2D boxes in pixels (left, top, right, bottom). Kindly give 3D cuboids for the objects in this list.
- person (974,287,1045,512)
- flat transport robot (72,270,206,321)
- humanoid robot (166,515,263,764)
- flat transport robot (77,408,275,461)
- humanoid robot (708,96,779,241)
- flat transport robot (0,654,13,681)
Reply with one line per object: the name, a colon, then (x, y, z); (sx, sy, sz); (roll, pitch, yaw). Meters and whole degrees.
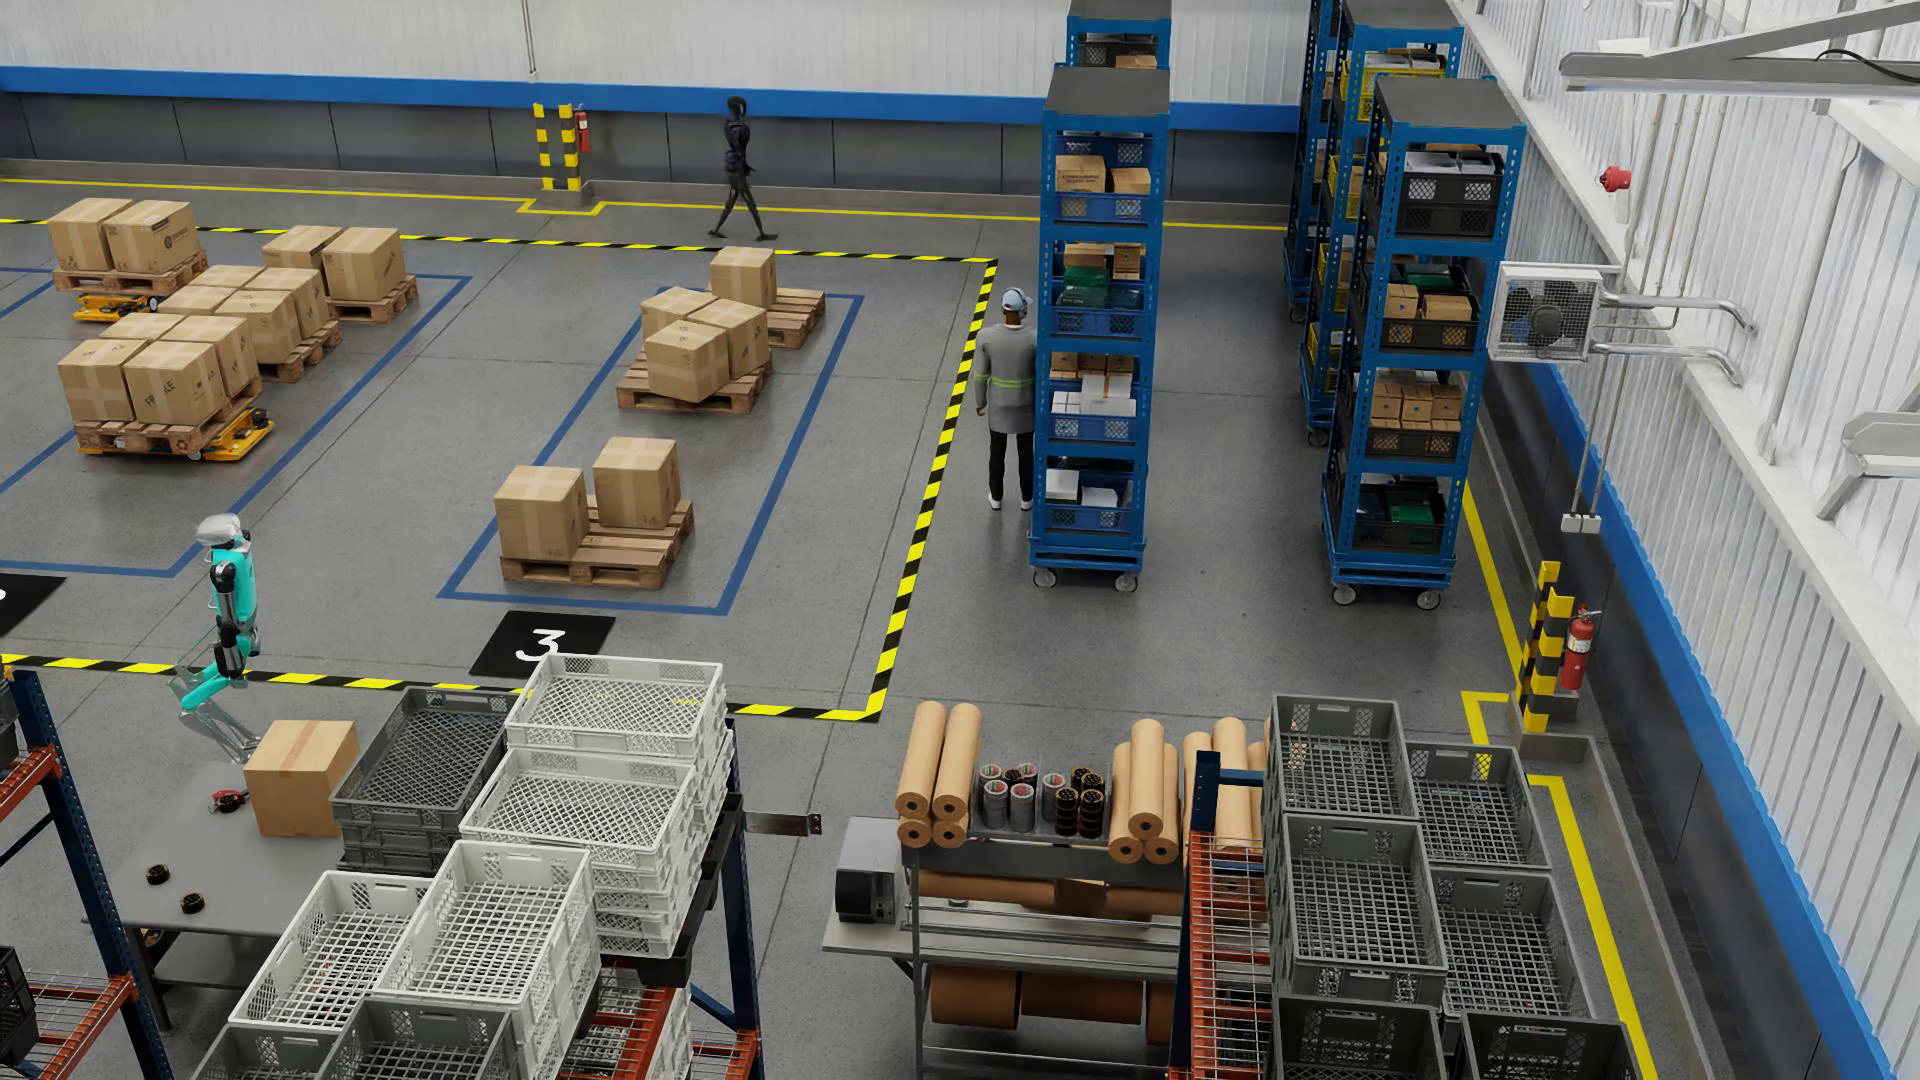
person: (0.411, -1.096, 12.983); (0.596, 1.849, 0.388); (3, 30, 5)
flat transport robot: (-8.450, -2.609, 17.128); (0.652, 0.197, 1.431); (3, 30, 6)
humanoid robot: (-4.517, 0.630, 10.001); (0.735, 1.674, 0.533); (-5, 31, -8)
flat transport robot: (-6.728, -0.944, 14.268); (1.431, 0.197, 0.652); (3, 30, 6)
humanoid robot: (-2.446, -4.091, 18.361); (0.792, 1.638, 0.609); (-2, 30, -3)
flat transport robot: (-7.142, 0.969, 11.010); (1.431, 0.231, 0.659); (3, 30, 6)
